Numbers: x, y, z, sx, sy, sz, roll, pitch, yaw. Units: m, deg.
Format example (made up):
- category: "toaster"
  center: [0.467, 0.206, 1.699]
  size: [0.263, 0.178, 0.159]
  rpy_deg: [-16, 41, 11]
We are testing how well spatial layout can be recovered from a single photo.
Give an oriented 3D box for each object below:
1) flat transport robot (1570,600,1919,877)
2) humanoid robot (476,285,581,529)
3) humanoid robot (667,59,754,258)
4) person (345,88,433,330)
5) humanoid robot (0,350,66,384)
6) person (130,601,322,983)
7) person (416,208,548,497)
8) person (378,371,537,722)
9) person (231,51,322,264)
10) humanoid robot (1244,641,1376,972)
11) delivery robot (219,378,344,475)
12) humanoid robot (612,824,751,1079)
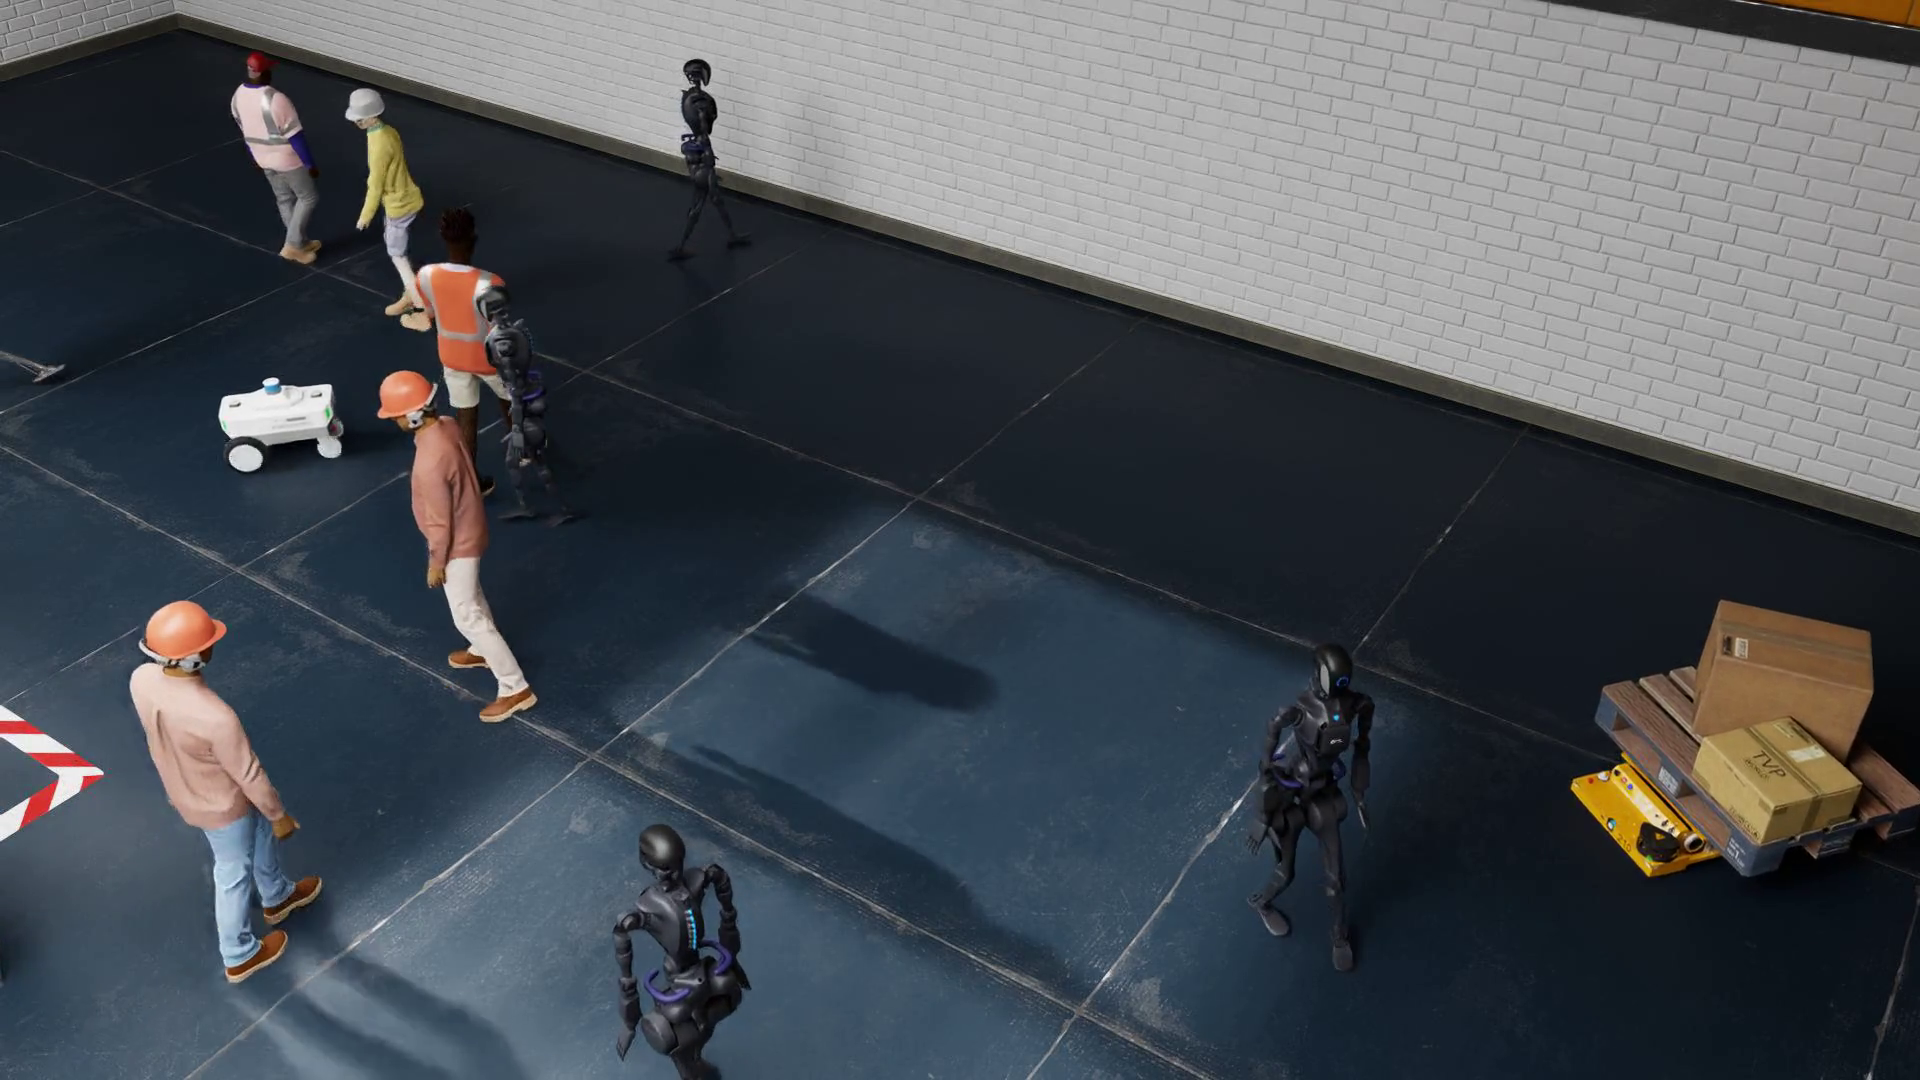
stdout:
- category: "flat transport robot"
  center: [3.918, 1.274, 8.443]
  size: [1.431, 0.231, 0.659]
  rpy_deg: [-10, 36, -14]
- category: "humanoid robot"
  center: [-2.688, -0.792, 10.179]
  size: [0.526, 1.639, 0.611]
  rpy_deg: [-7, 36, -10]
- category: "humanoid robot"
  center: [-2.089, -3.095, 13.494]
  size: [0.764, 1.628, 0.592]
  rpy_deg: [-11, 36, -15]
- category: "person"
  center: [-4.241, -2.481, 12.414]
  size: [0.476, 1.866, 0.495]
  rpy_deg: [-9, 36, -13]
- category: "humanoid robot"
  center: [-6.978, -1.751, 11.515]
  size: [1.023, 1.751, 0.568]
  rpy_deg: [-13, 37, -18]
- category: "person"
  center: [-3.142, 1.058, 7.263]
  size: [0.654, 1.965, 0.754]
  rpy_deg: [23, 41, 29]
- category: "person"
  center: [-3.041, -1.212, 10.545]
  size: [0.612, 1.926, 0.868]
  rpy_deg: [5, 35, 8]
- category: "person"
  center: [-2.627, 0.017, 8.761]
  size: [0.577, 1.966, 0.804]
  rpy_deg: [-5, 35, -7]
- category: "person"
  center: [-5.434, -3.042, 13.327]
  size: [0.618, 1.745, 0.478]
  rpy_deg: [14, 38, 20]
- category: "humanoid robot"
  center: [1.563, 1.196, 7.327]
  size: [0.600, 1.638, 0.535]
  rpy_deg: [-11, 37, -16]
- category: "delivery robot"
  center: [-4.580, -0.793, 11.163]
  size: [0.807, 0.613, 0.499]
  rpy_deg: [-8, 36, -12]
- category: "humanoid robot"
  center: [-1.112, 1.760, 6.543]
  size: [0.596, 1.631, 0.745]
  rpy_deg: [-29, 44, -35]
